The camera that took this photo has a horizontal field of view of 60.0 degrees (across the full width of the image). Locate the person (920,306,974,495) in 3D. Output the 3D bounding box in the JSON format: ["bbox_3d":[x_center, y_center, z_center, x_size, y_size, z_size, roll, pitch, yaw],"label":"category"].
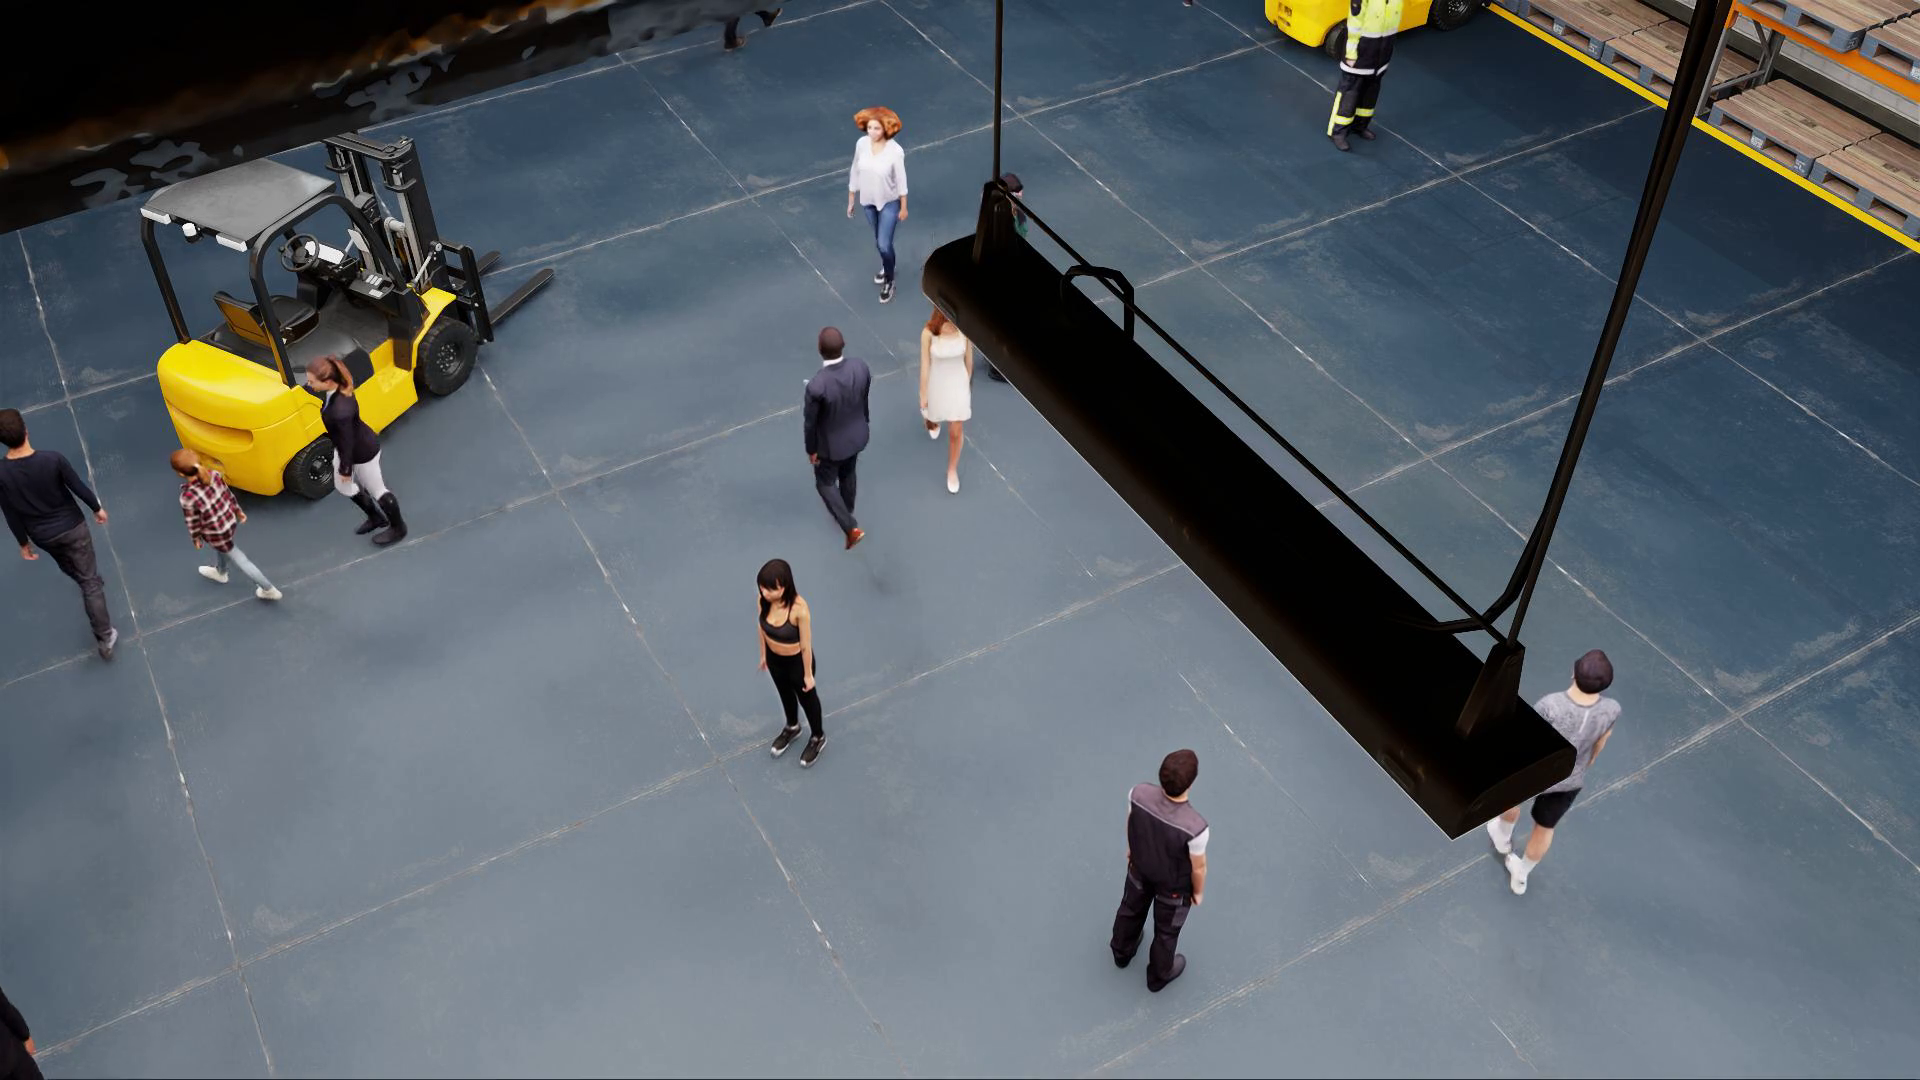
[{"bbox_3d":[-0.111,-1.171,12.137,0.835,1.693,1.025,-2,44,-2],"label":"person"}]

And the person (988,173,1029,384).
[{"bbox_3d":[0.263,-2.019,12.901,0.865,1.867,0.856,16,46,16],"label":"person"}]

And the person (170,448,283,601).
[{"bbox_3d":[-4.975,-0.070,11.289,0.983,1.268,0.895,14,45,14],"label":"person"}]

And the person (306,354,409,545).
[{"bbox_3d":[-4.091,-0.620,11.537,0.650,1.722,0.535,-17,46,-17],"label":"person"}]

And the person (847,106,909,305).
[{"bbox_3d":[-0.613,-2.906,13.957,0.827,1.694,0.879,24,49,24],"label":"person"}]

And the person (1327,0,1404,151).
[{"bbox_3d":[3.832,-4.639,15.570,0.767,1.979,0.626,-23,48,-23],"label":"person"}]

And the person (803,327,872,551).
[{"bbox_3d":[-0.793,-0.655,11.517,0.729,1.800,0.882,-25,49,-24],"label":"person"}]

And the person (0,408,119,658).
[{"bbox_3d":[-5.847,0.006,10.805,0.803,1.825,1.219,-15,46,-15],"label":"person"}]

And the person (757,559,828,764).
[{"bbox_3d":[-1.032,0.716,10.192,0.574,1.643,0.681,23,48,22],"label":"person"}]

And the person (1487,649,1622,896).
[{"bbox_3d":[3.342,1.372,9.353,0.880,1.851,0.953,4,44,4],"label":"person"}]

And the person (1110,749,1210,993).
[{"bbox_3d":[1.076,1.777,8.931,0.642,1.846,0.781,29,51,27],"label":"person"}]

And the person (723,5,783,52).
[{"bbox_3d":[-2.312,-5.842,17.000,0.897,1.748,1.093,-34,53,-31],"label":"person"}]
